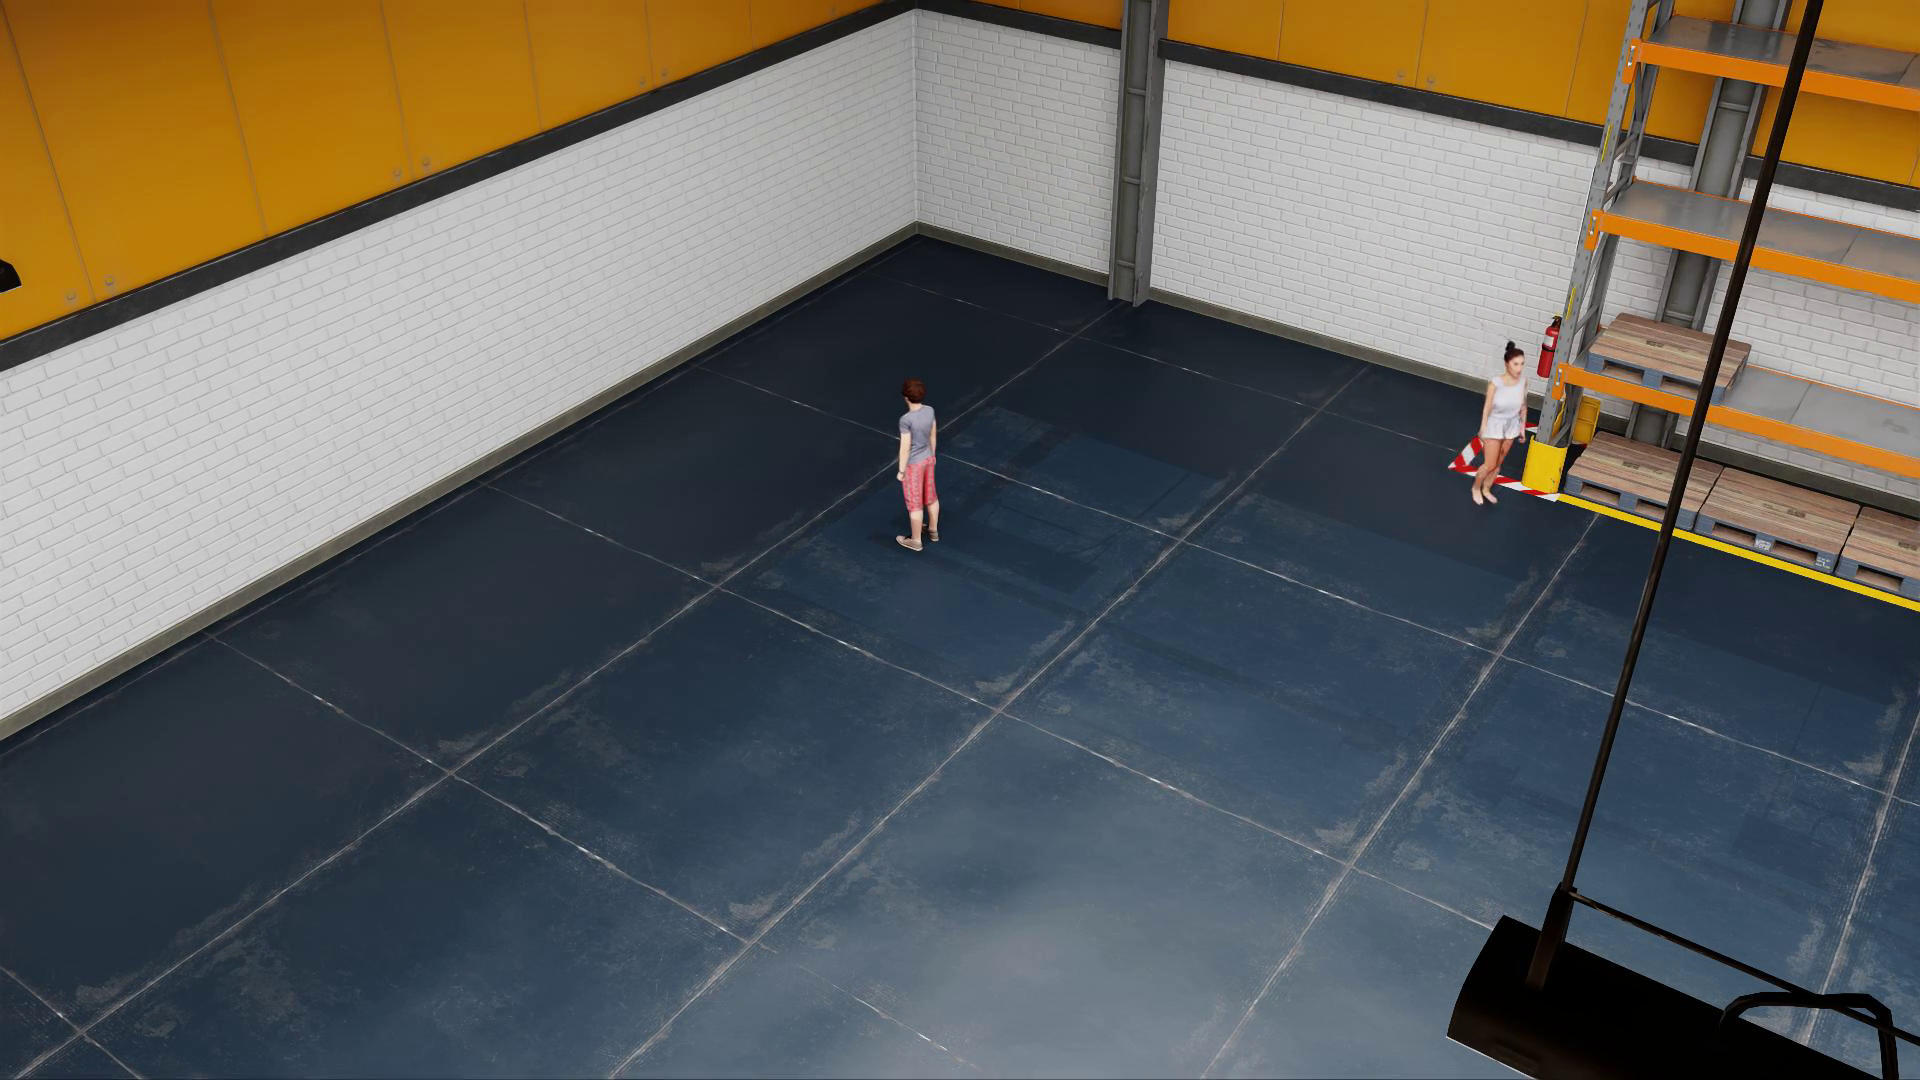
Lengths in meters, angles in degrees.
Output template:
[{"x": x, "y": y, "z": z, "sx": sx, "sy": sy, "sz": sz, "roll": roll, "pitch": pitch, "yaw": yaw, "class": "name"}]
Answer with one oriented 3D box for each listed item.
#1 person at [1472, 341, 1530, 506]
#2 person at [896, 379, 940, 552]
[{"x": 4.992, "y": -1.093, "z": 15.474, "sx": 0.674, "sy": 1.603, "sz": 0.714, "roll": -11, "pitch": 35, "yaw": -16, "class": "person"}, {"x": -0.375, "y": -0.677, "z": 14.807, "sx": 0.631, "sy": 1.649, "sz": 0.589, "roll": -27, "pitch": 42, "yaw": -35, "class": "person"}]
